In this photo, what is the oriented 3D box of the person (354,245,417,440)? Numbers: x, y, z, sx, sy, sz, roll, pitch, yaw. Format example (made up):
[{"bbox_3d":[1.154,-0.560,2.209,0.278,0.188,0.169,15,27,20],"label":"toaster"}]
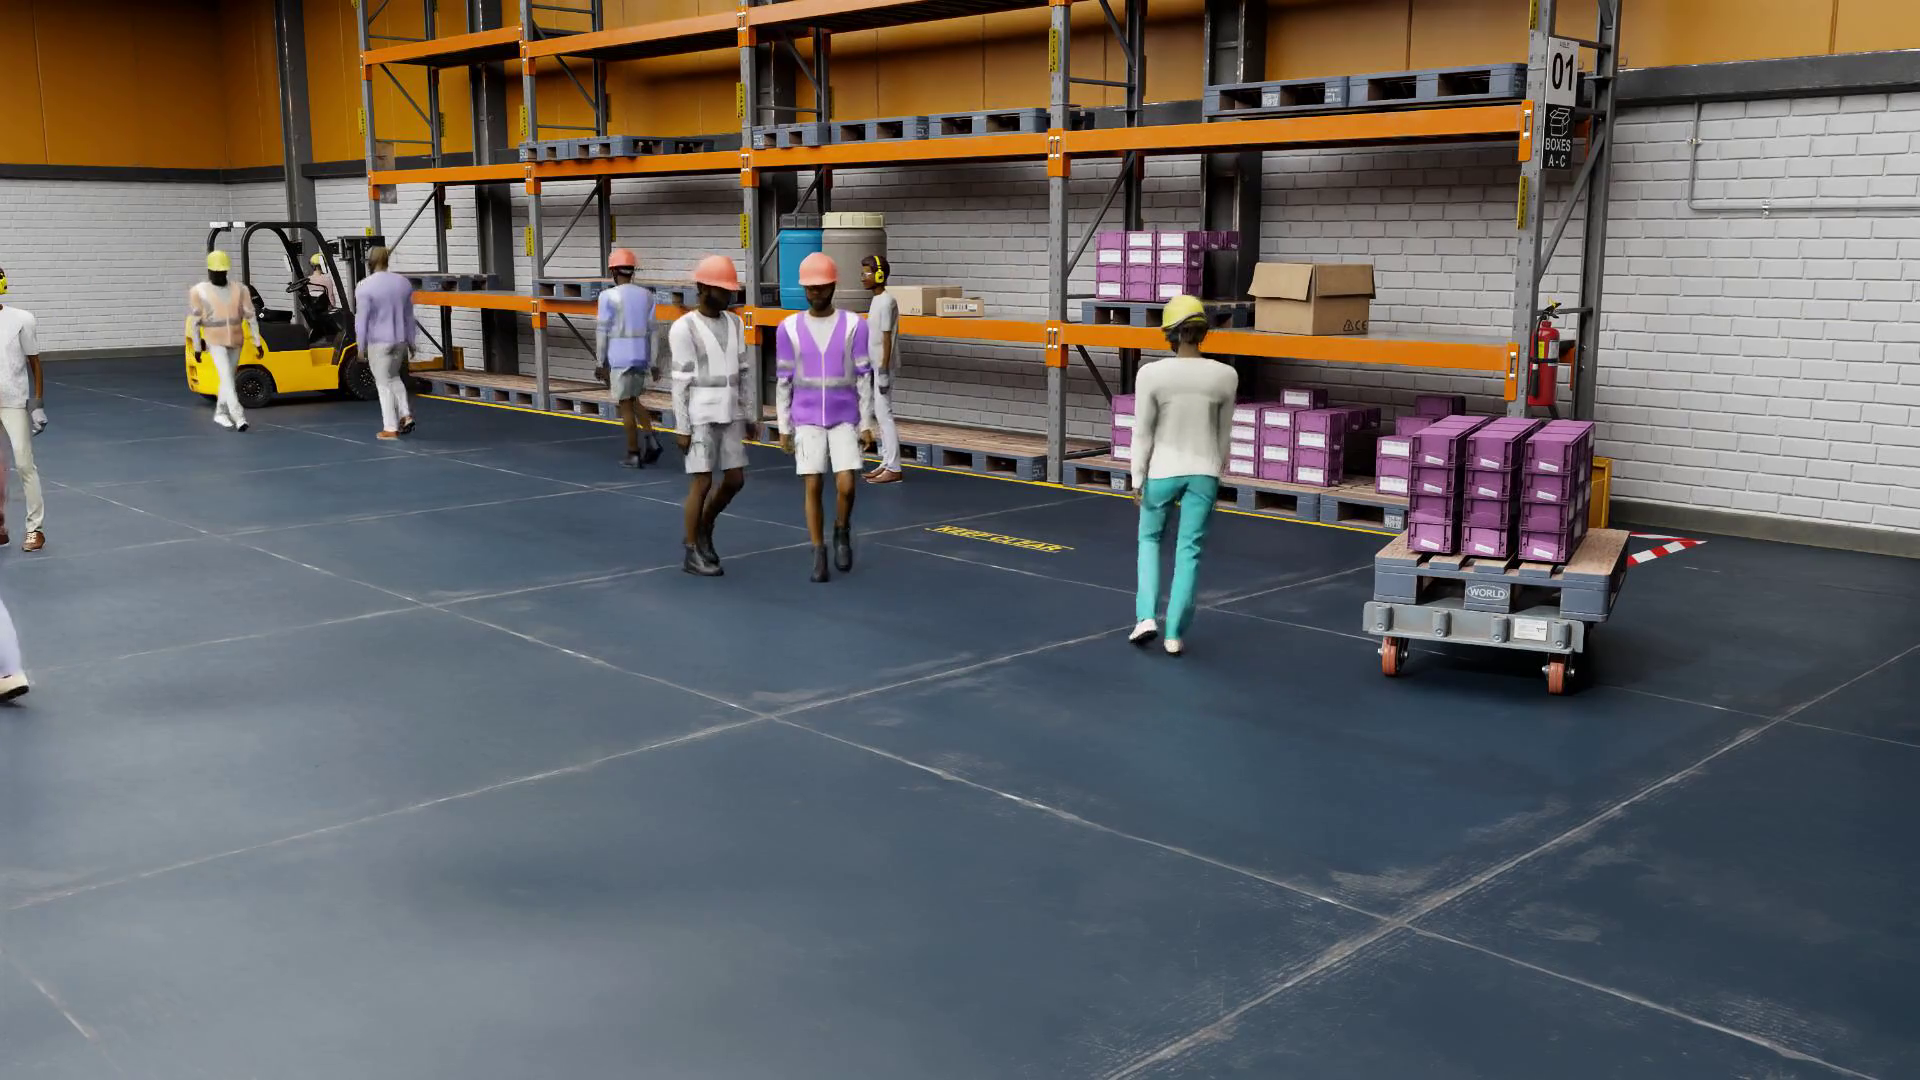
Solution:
[{"bbox_3d":[-5.692,-1.943,16.457,0.433,1.923,0.657,7,12,33],"label":"person"}]

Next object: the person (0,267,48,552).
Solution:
[{"bbox_3d":[-6.131,-0.849,10.643,0.535,1.868,0.309,-1,10,-5],"label":"person"}]

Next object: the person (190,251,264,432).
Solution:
[{"bbox_3d":[-7.632,-2.060,17.284,0.611,1.861,1.028,-10,14,-42],"label":"person"}]

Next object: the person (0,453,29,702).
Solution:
[{"bbox_3d":[-4.409,-0.140,7.219,0.916,1.703,0.576,9,13,39],"label":"person"}]

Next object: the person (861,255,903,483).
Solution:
[{"bbox_3d":[-0.650,-1.394,13.666,0.320,1.856,0.505,-2,11,-11],"label":"person"}]

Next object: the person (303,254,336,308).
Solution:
[{"bbox_3d":[-8.985,-3.133,23.393,0.523,1.763,0.329,4,11,20],"label":"person"}]

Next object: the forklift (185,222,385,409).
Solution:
[{"bbox_3d":[-8.169,-2.758,20.163,2.313,2.155,1.214,-10,14,-44],"label":"forklift"}]

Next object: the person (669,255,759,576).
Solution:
[{"bbox_3d":[-1.498,-0.734,9.948,0.551,1.910,0.557,8,13,37],"label":"person"}]

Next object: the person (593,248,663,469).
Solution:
[{"bbox_3d":[-2.901,-1.562,14.415,0.421,1.915,0.538,9,14,41],"label":"person"}]

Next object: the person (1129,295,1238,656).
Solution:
[{"bbox_3d":[1.077,-0.308,8.053,0.524,1.736,0.425,0,10,-2],"label":"person"}]

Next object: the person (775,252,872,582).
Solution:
[{"bbox_3d":[-0.796,-0.704,9.699,0.563,1.922,0.422,0,10,-2],"label":"person"}]
